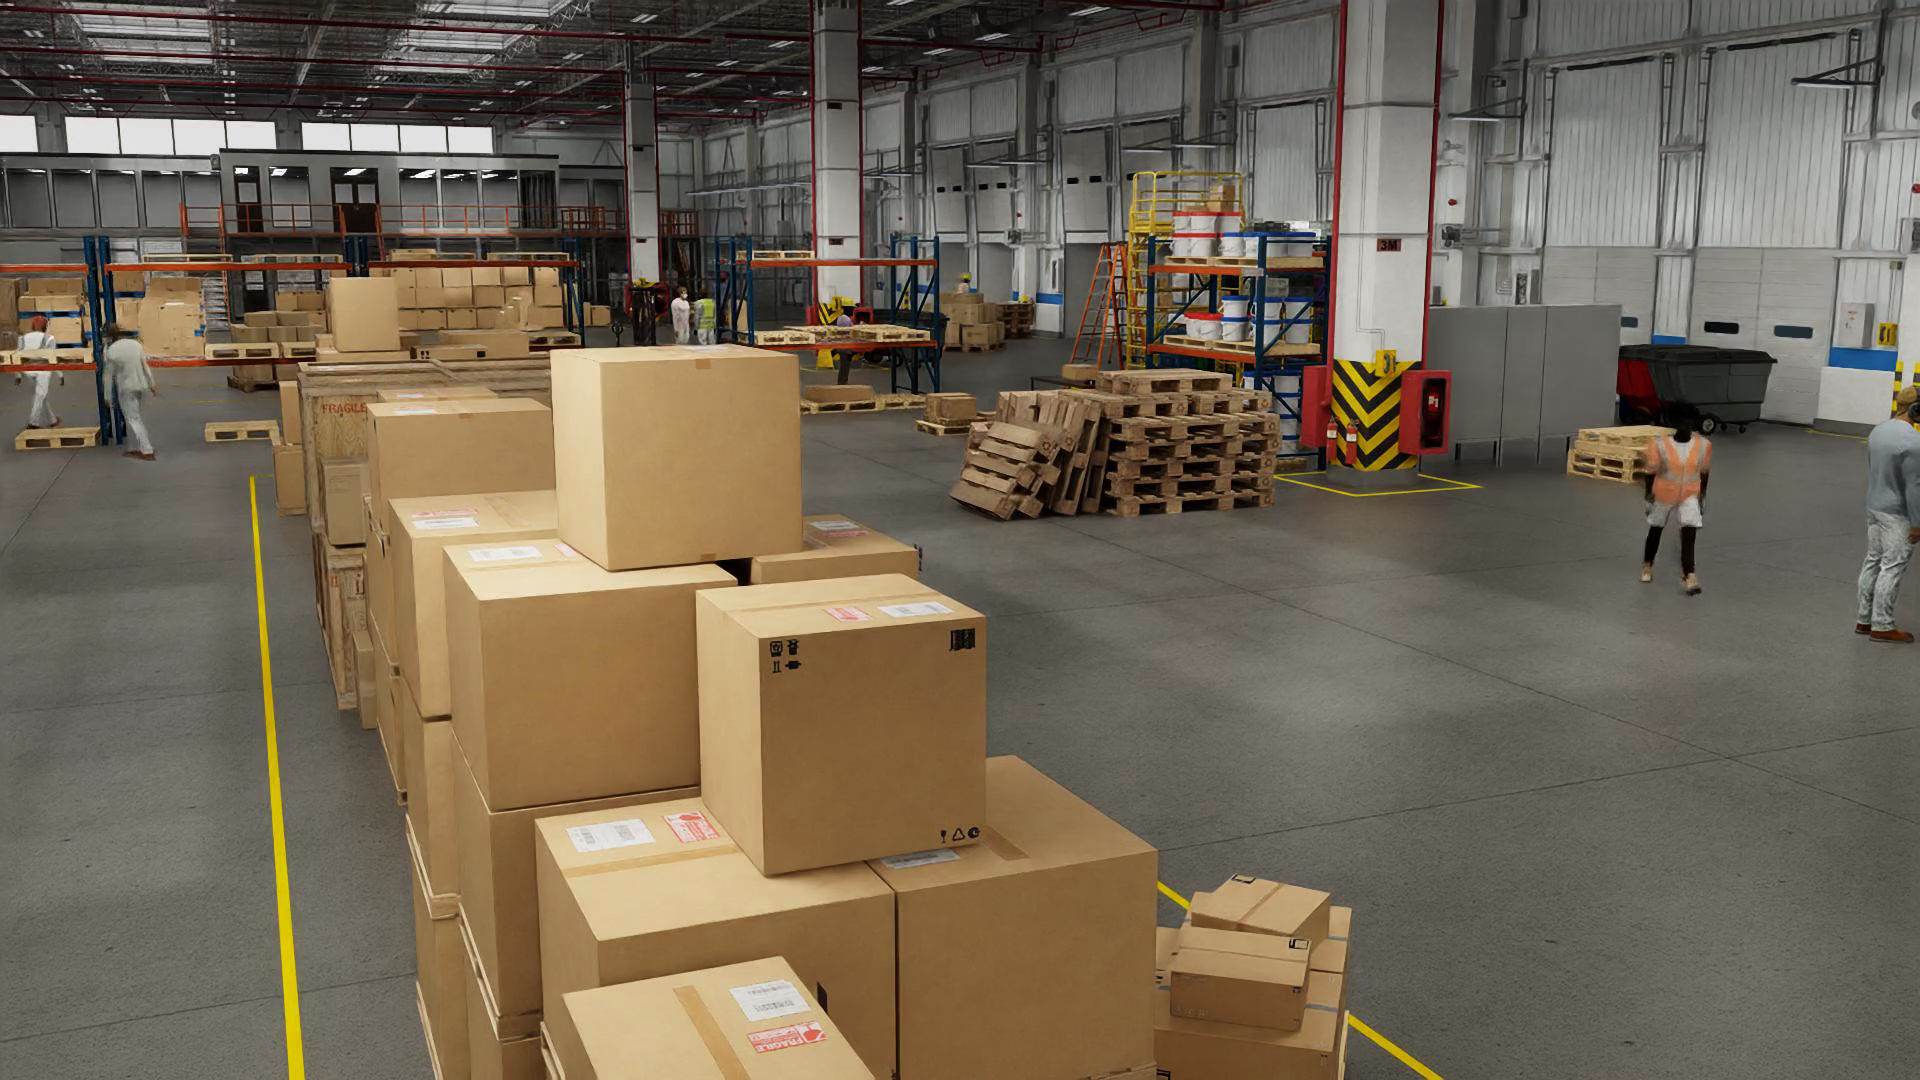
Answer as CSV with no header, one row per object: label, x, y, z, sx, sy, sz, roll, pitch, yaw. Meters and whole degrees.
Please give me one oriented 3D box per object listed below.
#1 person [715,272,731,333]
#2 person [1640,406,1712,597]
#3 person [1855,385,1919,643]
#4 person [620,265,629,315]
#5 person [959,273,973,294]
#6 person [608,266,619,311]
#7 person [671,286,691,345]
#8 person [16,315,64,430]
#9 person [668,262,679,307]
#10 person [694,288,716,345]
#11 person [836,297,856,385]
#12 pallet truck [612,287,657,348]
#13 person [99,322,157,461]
person,-7.567,-7.587,53.148,0.576,1.915,0.489,5,12,27
person,6.085,-0.354,14.154,0.544,1.599,1.016,2,10,10
person,6.956,-0.187,12.365,0.391,1.928,0.636,0,10,0
person,-12.956,-9.725,64.855,0.615,1.946,0.391,2,10,10
person,0.200,-7.496,52.703,0.583,1.900,0.691,-5,11,-24
person,-14.565,-10.518,69.544,0.596,1.826,0.990,-7,13,-35
person,-6.224,-4.708,37.239,0.372,1.938,0.630,3,11,17
person,-14.298,-2.582,25.838,0.629,1.840,1.021,1,10,5
person,-12.369,-11.056,72.172,0.960,1.946,0.647,10,14,43
person,-5.959,-4.949,38.843,0.619,1.838,0.430,-10,14,-44
person,-2.098,-3.528,30.799,0.389,1.919,0.586,-3,11,-14
pallet truck,-6.464,-4.406,35.401,0.823,1.965,1.885,6,12,32
person,-11.251,-1.992,22.409,0.711,1.882,0.711,3,11,14
